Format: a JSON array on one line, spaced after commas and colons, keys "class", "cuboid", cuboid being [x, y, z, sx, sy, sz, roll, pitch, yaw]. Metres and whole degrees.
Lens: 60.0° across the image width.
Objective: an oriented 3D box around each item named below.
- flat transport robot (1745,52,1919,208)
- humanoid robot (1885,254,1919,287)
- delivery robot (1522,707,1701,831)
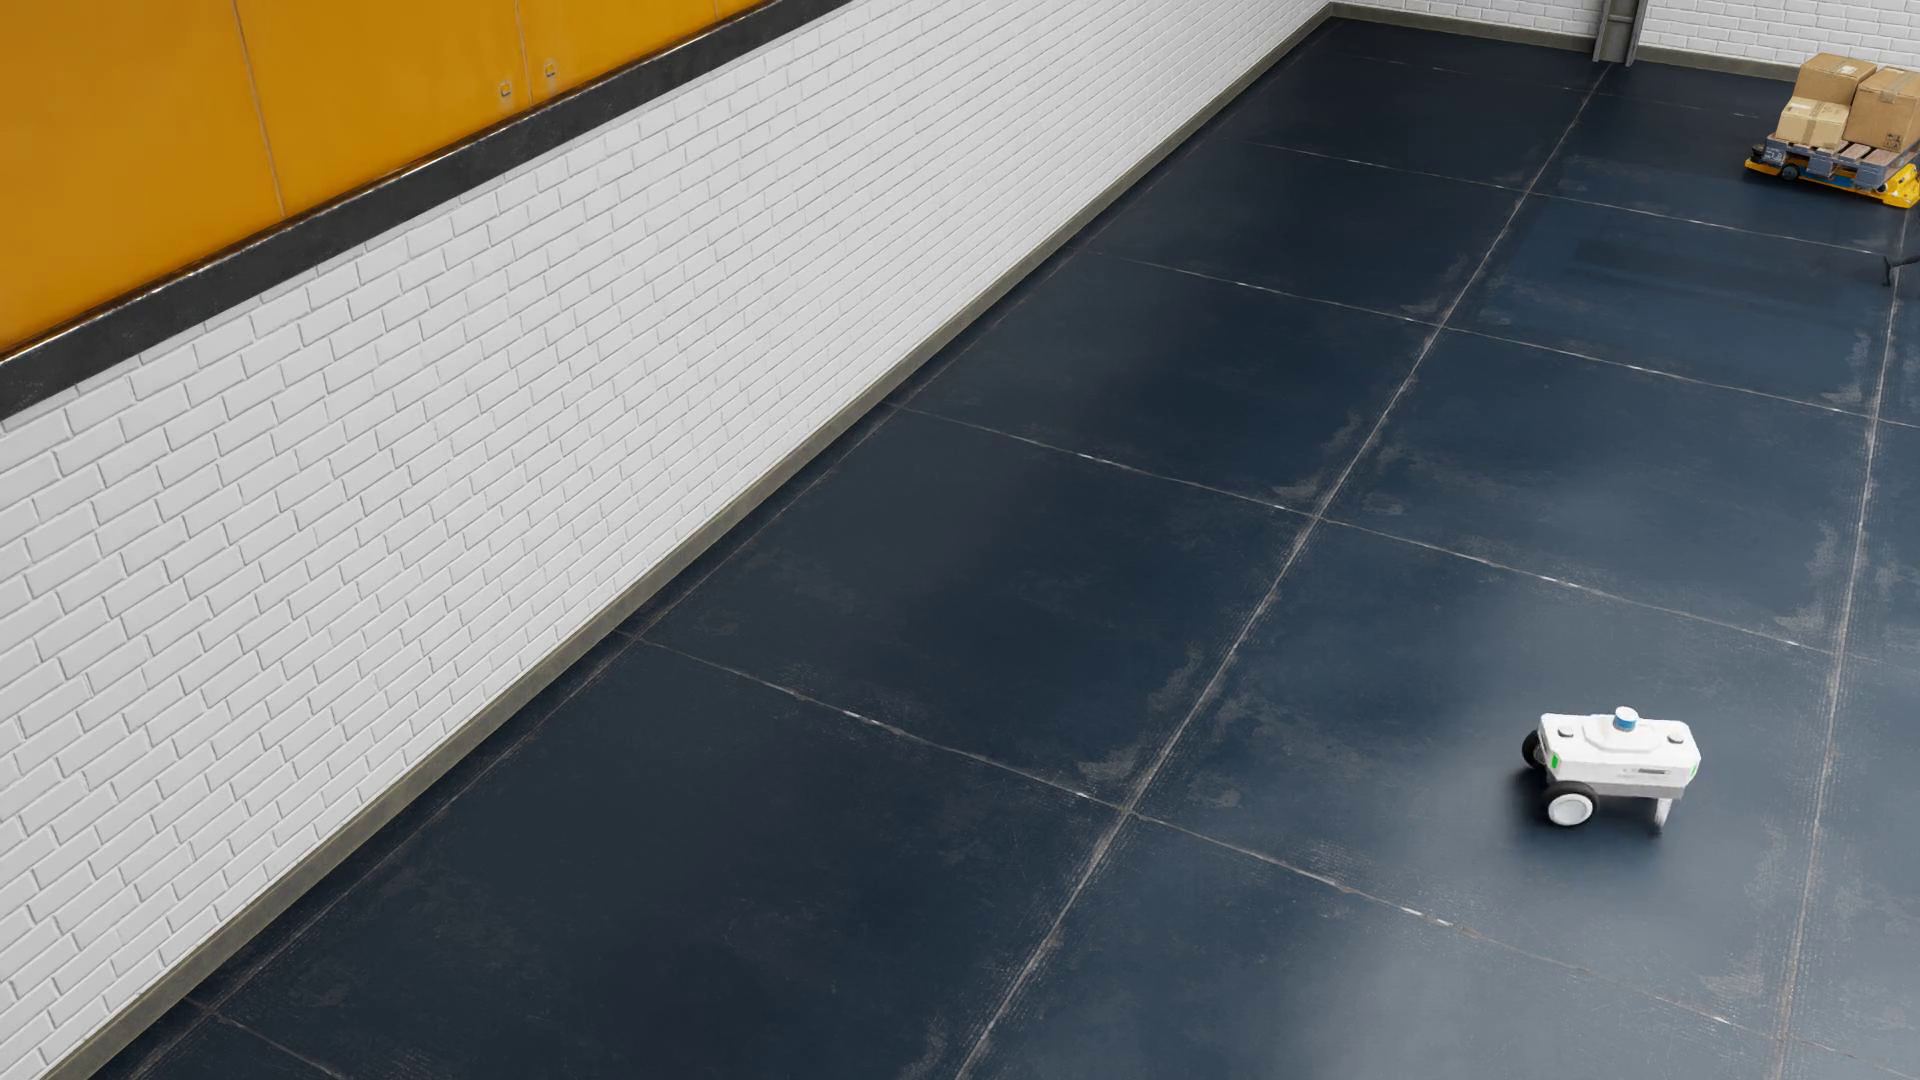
[{"class": "flat transport robot", "cuboid": [7.902, -3.333, 14.936, 1.431, 0.231, 0.659, 27, 42, 34]}, {"class": "humanoid robot", "cuboid": [7.547, -2.586, 12.585, 0.699, 1.623, 0.600, 21, 39, 28]}, {"class": "delivery robot", "cuboid": [3.159, 1.082, 8.114, 0.769, 0.598, 0.517, 3, 34, 4]}]
